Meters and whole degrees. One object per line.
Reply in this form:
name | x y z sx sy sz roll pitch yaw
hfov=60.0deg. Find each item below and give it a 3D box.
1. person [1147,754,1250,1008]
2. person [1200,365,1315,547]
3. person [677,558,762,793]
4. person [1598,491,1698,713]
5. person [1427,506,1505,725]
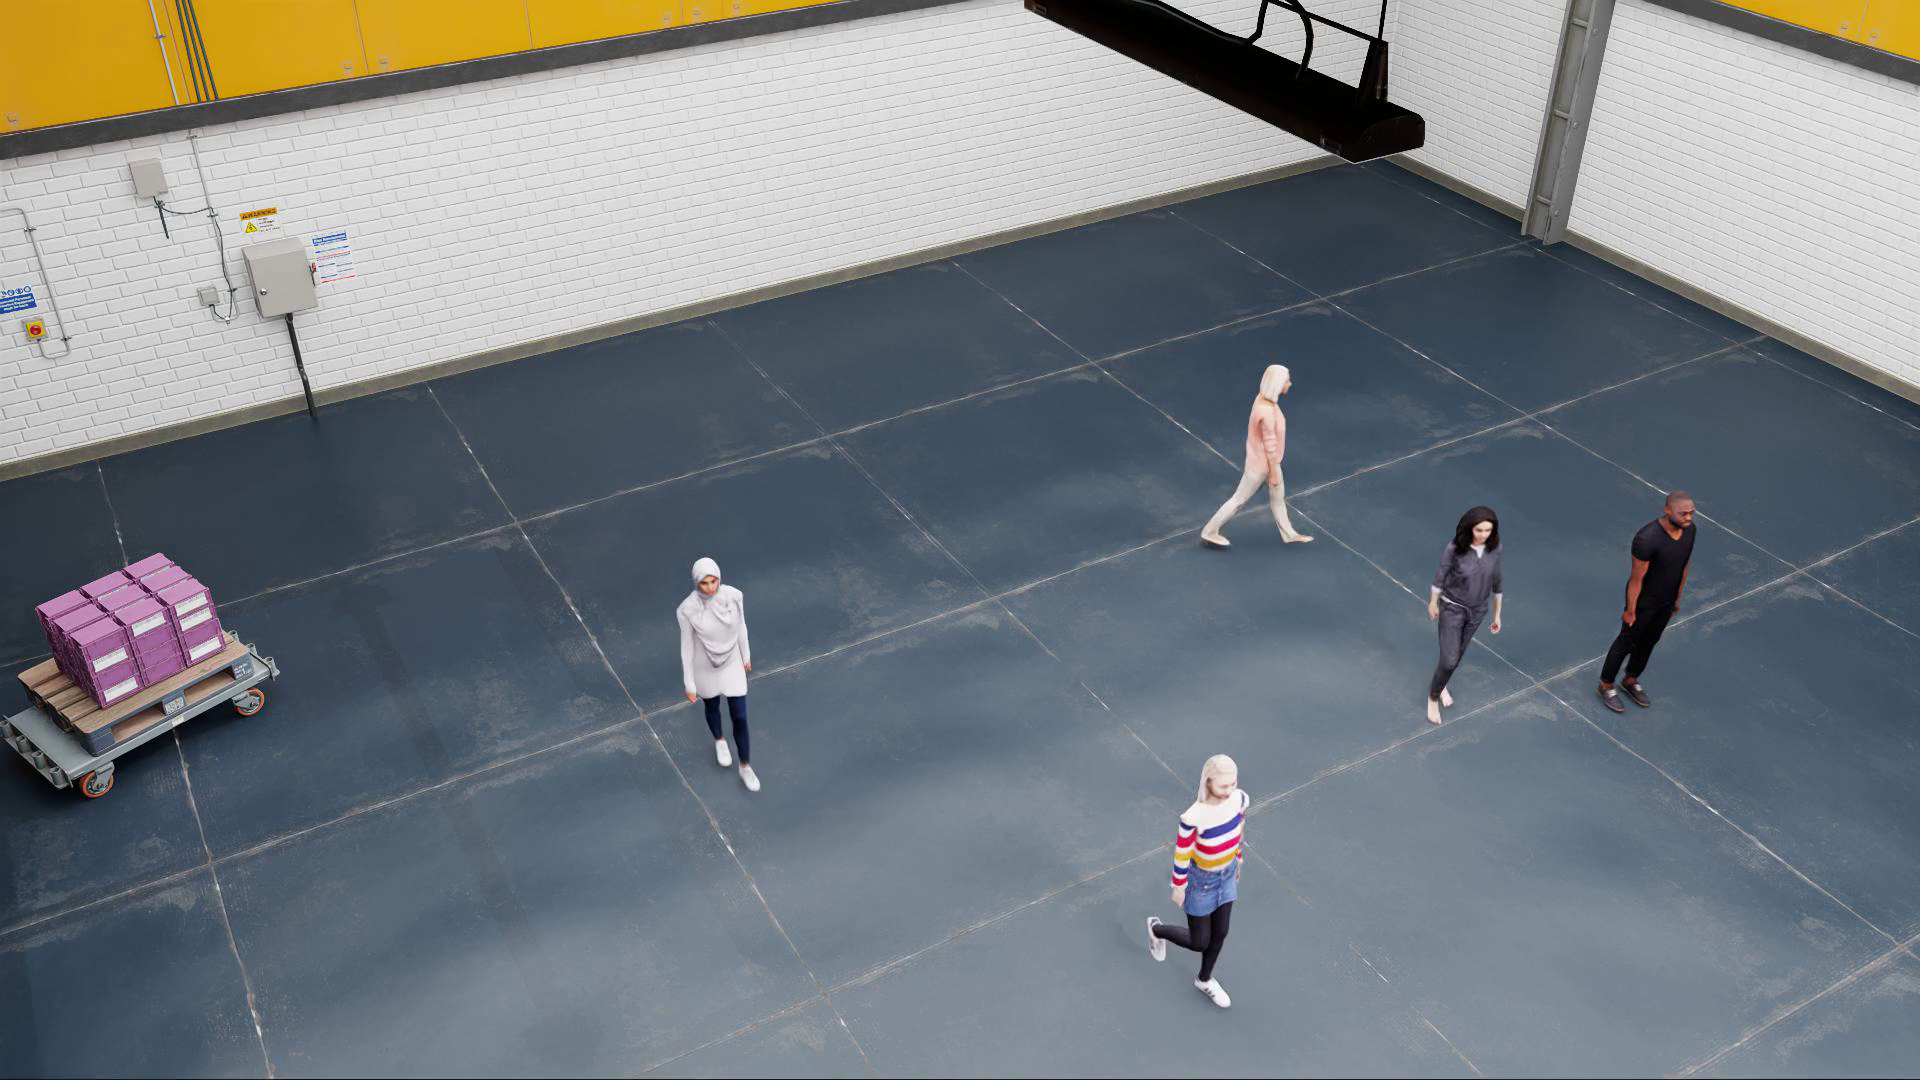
person | 1.383 1.912 9.597 0.707 1.797 0.888 -23 40 -30
person | 2.366 -0.635 13.541 1.131 1.673 1.177 4 34 5
person | -1.668 0.817 11.283 0.736 1.755 0.918 -11 35 -16
person | 4.909 0.414 11.833 0.685 1.817 0.591 -14 36 -20
person | 3.552 0.432 11.870 0.718 1.746 0.776 -7 34 -10
